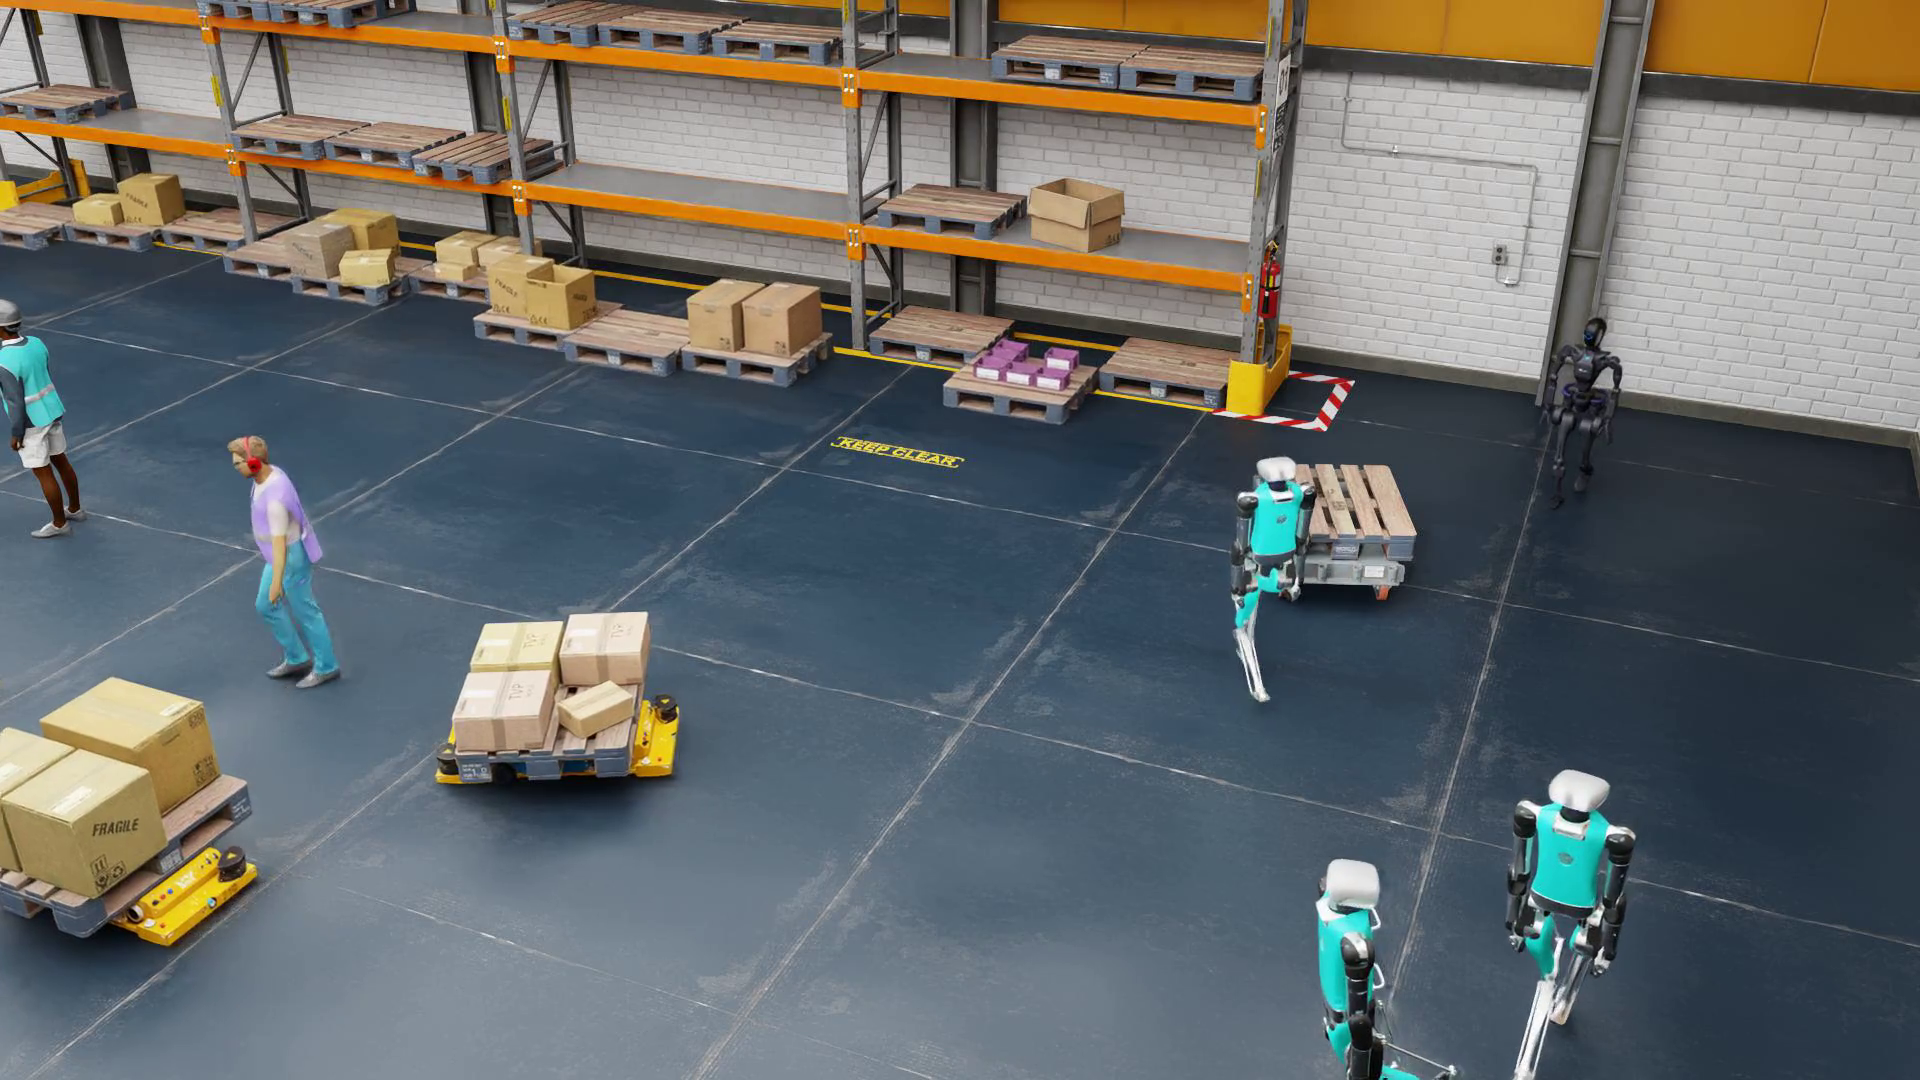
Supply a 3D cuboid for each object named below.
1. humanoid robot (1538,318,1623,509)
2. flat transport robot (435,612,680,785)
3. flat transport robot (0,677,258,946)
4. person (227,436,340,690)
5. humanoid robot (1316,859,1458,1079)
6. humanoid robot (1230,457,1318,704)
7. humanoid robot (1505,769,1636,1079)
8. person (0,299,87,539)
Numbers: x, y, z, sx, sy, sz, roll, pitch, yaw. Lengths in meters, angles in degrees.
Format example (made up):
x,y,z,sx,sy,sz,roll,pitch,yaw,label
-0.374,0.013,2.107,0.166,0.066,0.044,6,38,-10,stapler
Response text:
x,y,z,sx,sy,sz,roll,pitch,yaw,label
5.050,-1.078,13.497,0.610,1.625,0.544,17,32,30,humanoid robot
-2.519,1.259,10.491,1.431,0.231,0.659,-2,27,-4,flat transport robot
-4.756,1.842,9.361,1.431,0.231,0.659,11,29,21,flat transport robot
-4.494,0.168,10.907,0.590,1.820,0.587,-16,31,-28,person
1.807,2.146,7.179,0.940,1.759,0.547,-1,27,-2,humanoid robot
1.959,0.197,10.930,0.546,1.744,0.966,-7,28,-13,humanoid robot
2.909,1.764,7.953,0.557,1.757,1.046,16,31,28,humanoid robot
-7.187,-0.946,12.945,0.418,1.940,0.549,1,27,2,person
